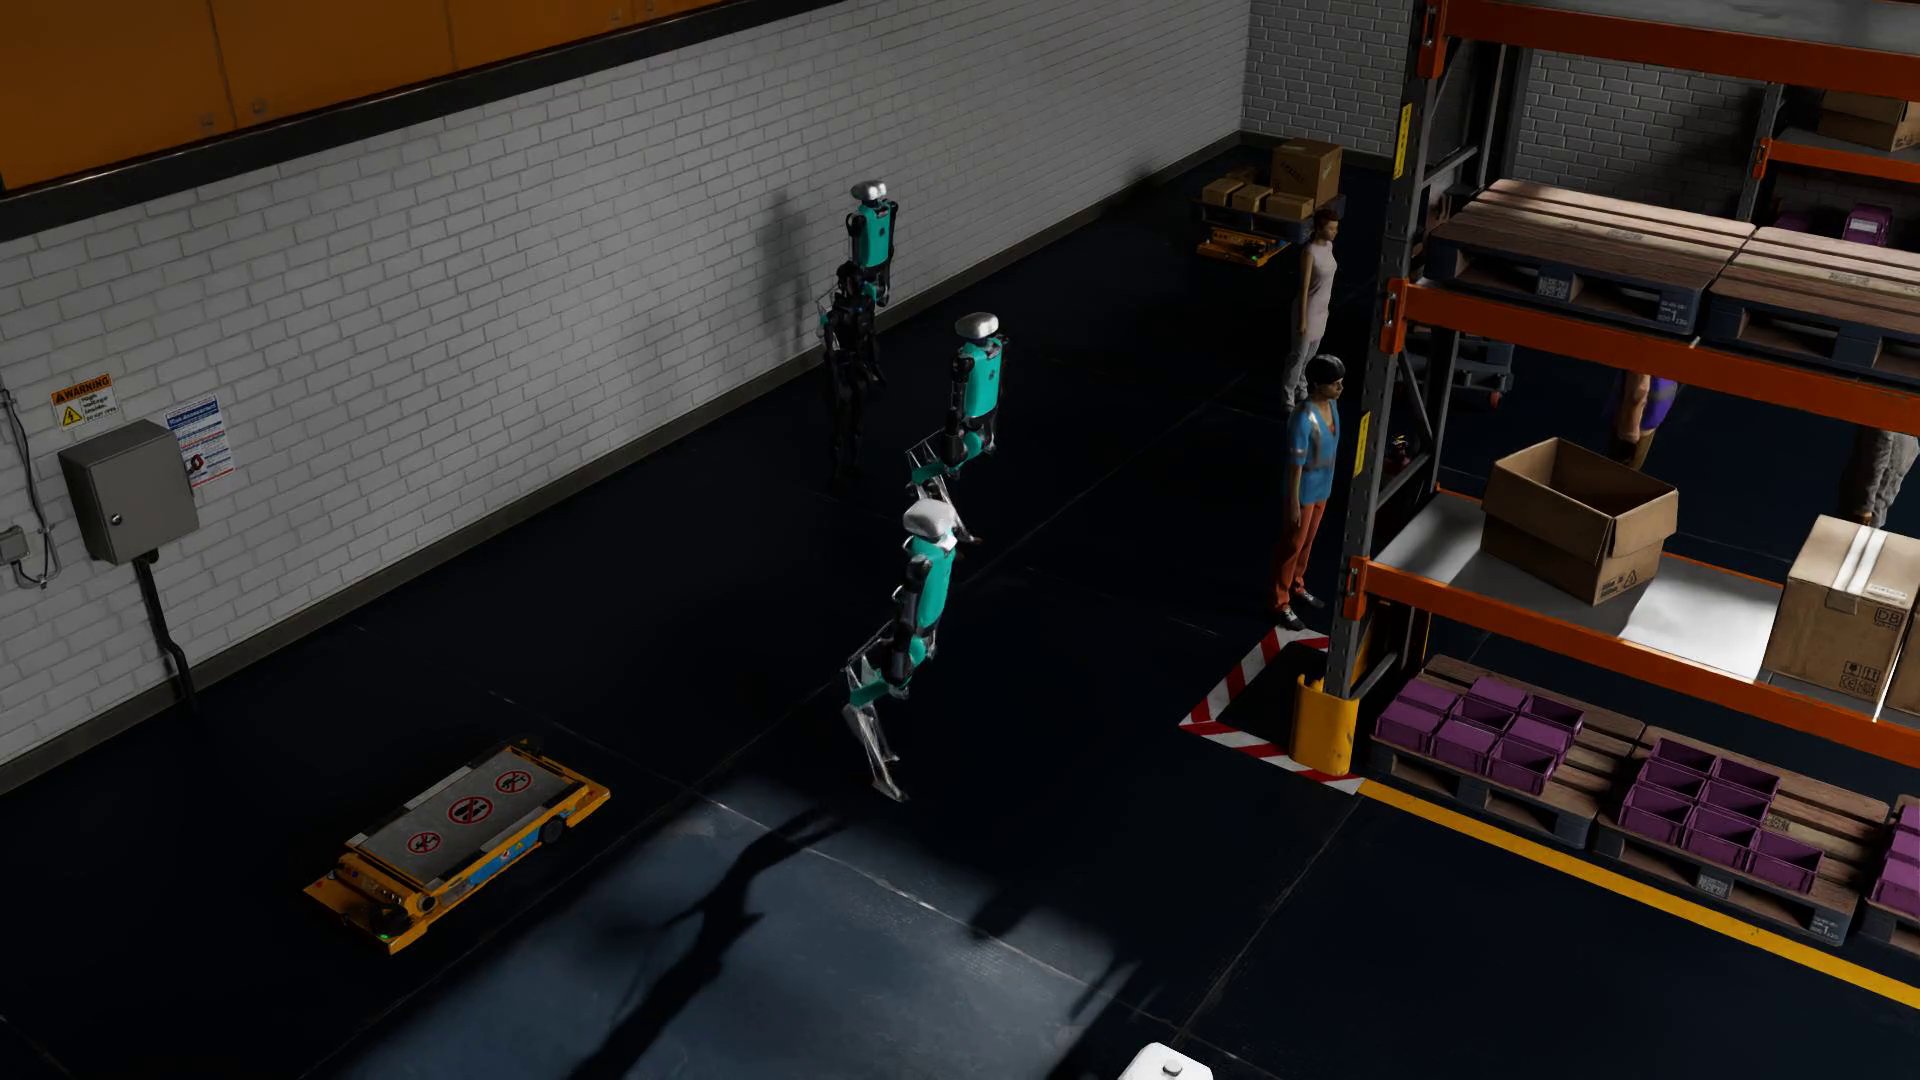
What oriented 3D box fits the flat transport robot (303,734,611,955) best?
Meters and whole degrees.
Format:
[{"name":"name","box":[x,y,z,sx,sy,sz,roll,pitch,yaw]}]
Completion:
[{"name":"flat transport robot","box":[-2.526,1.502,8.434,0.659,0.231,1.431,19,35,30]}]

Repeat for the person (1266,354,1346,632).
[{"name":"person","box":[2.110,-0.304,10.068,0.303,1.764,0.508,19,35,30]}]

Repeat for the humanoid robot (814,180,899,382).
[{"name":"humanoid robot","box":[-0.863,-2.002,12.908,0.735,1.677,0.533,19,35,30]}]

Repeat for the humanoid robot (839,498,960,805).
[{"name":"humanoid robot","box":[-0.405,0.557,8.601,0.794,1.772,0.531,10,31,17]}]

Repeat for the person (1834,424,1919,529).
[{"name":"person","box":[5.465,-0.286,9.974,0.361,1.829,0.515,19,35,30]}]

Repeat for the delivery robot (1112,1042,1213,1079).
[{"name":"delivery robot","box":[0.714,2.367,6.619,0.499,0.566,0.739,19,35,30]}]

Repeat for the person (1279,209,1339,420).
[{"name":"person","box":[2.666,-1.710,12.612,0.269,1.655,0.461,19,35,30]}]

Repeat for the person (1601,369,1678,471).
[{"name":"person","box":[4.359,-0.767,10.706,0.418,1.929,0.546,19,35,30]}]

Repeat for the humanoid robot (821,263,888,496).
[{"name":"humanoid robot","box":[-0.756,-1.142,11.598,0.315,1.655,0.599,19,35,30]}]

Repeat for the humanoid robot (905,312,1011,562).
[{"name":"humanoid robot","box":[-0.079,-0.700,10.651,0.735,1.677,0.533,19,35,30]}]

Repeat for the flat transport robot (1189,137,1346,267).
[{"name":"flat transport robot","box":[2.944,-3.013,16.266,0.659,0.231,1.431,19,35,30]}]
